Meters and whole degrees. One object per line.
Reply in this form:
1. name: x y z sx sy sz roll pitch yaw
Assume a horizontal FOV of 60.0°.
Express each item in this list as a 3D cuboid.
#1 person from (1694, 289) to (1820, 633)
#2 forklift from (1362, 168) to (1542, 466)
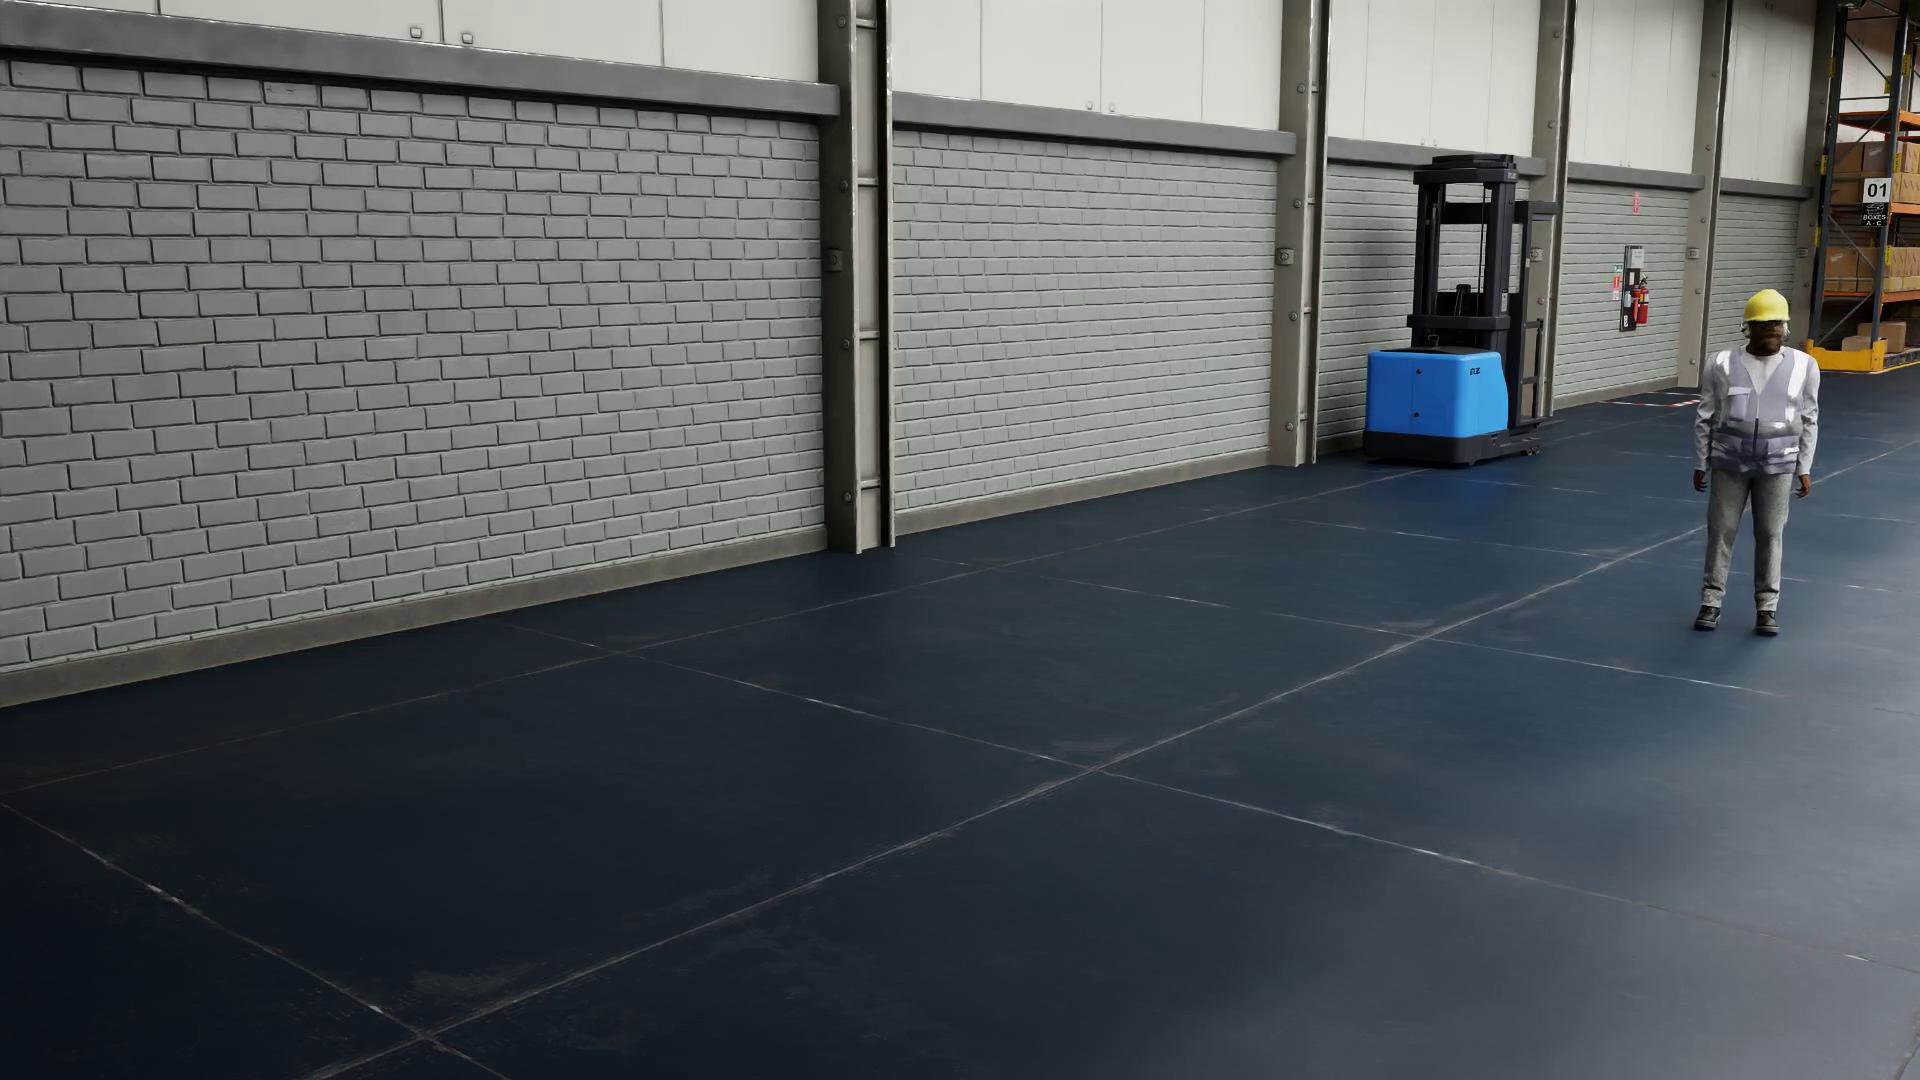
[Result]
1. person: 4.257 -0.419 8.931 0.601 1.832 0.404 5 11 25
2. forklift: 4.875 -2.212 16.287 1.129 2.768 1.873 8 13 40
